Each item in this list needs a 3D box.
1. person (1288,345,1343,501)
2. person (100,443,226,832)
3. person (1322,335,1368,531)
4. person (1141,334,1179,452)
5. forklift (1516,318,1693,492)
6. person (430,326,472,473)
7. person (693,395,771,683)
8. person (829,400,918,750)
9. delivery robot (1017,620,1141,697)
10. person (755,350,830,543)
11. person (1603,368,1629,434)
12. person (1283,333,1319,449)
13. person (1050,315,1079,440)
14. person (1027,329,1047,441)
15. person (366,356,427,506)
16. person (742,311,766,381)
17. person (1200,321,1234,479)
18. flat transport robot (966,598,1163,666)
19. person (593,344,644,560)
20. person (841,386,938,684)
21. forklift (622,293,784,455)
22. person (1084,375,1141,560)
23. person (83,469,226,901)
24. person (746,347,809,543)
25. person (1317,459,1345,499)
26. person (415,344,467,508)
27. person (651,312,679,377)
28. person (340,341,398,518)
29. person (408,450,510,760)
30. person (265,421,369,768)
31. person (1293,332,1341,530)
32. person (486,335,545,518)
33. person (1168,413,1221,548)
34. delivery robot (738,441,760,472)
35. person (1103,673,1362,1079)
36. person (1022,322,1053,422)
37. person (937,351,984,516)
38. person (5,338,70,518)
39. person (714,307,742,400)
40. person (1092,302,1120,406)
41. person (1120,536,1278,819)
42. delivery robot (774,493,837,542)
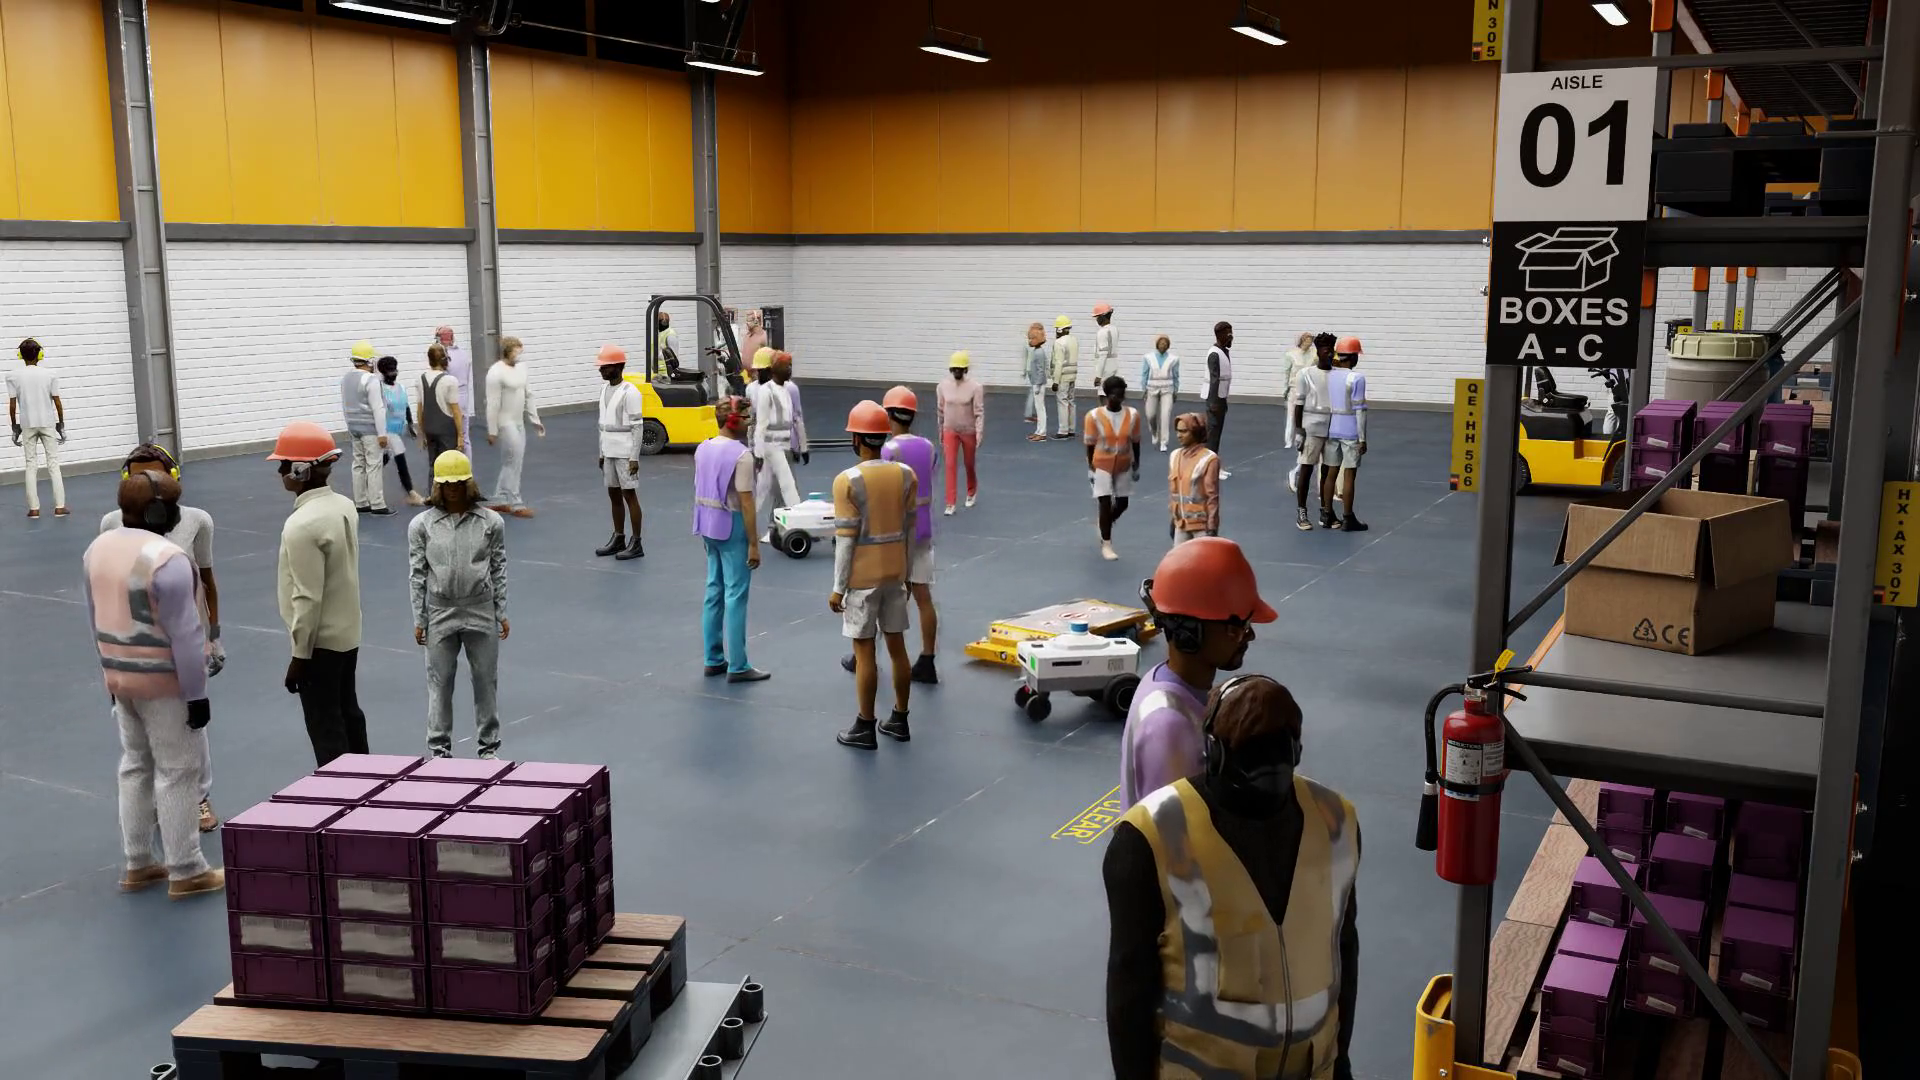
[{"bbox_3d":[4.021,-1.306,18.491,0.537,1.742,0.590,-9,13,-41],"label":"person"},{"bbox_3d":[-3.751,0.470,7.843,0.519,1.873,0.328,-4,10,-20],"label":"person"},{"bbox_3d":[3.821,-1.055,16.474,0.349,1.942,0.545,-7,12,-34],"label":"person"},{"bbox_3d":[2.801,-2.063,23.202,0.525,1.618,0.613,2,10,11],"label":"person"},{"bbox_3d":[7.066,-1.601,18.899,2.313,2.155,1.214,5,11,27],"label":"forklift"},{"bbox_3d":[-5.957,-1.538,19.381,0.399,1.905,0.643,3,10,15],"label":"person"},{"bbox_3d":[-1.500,-0.005,10.678,0.375,1.841,0.567,-9,13,-41],"label":"person"},{"bbox_3d":[-0.492,0.195,9.240,0.542,1.939,0.362,-8,12,-38],"label":"person"},{"bbox_3d":[0.703,0.721,9.904,0.707,0.478,0.477,-2,9,-13],"label":"delivery robot"},{"bbox_3d":[-1.723,-0.876,15.766,0.964,1.837,0.603,3,10,14],"label":"person"},{"bbox_3d":[8.860,-2.047,22.232,0.378,1.937,0.628,-3,10,-16],"label":"person"},{"bbox_3d":[4.802,-2.092,23.393,0.544,1.627,0.317,-1,10,-7],"label":"person"},{"bbox_3d":[1.517,-2.378,24.441,0.404,1.833,0.591,6,12,32],"label":"person"},{"bbox_3d":[1.130,-2.258,24.320,0.289,1.633,0.501,0,10,-2],"label":"person"},{"bbox_3d":[-6.220,-1.185,18.077,0.885,1.647,0.527,2,10,12],"label":"person"},{"bbox_3d":[-3.009,-2.419,24.483,0.403,1.904,0.637,-9,13,-43],"label":"person"},{"bbox_3d":[3.143,-1.708,20.324,0.394,1.917,0.590,3,10,19],"label":"person"},{"bbox_3d":[0.746,0.633,11.529,0.652,0.197,1.431,8,13,39],"label":"flat transport robot"},{"bbox_3d":[-3.083,-0.787,14.929,0.551,1.935,0.375,9,13,42],"label":"person"},{"bbox_3d":[-0.433,-0.043,10.753,0.889,1.883,0.559,9,13,43],"label":"person"},{"bbox_3d":[-3.588,-2.317,23.042,2.313,2.155,1.214,-1,10,-5],"label":"forklift"},{"bbox_3d":[1.347,-0.668,15.029,0.537,1.672,0.579,-2,10,-13],"label":"person"},{"bbox_3d":[-3.414,0.613,7.102,0.633,1.842,0.429,6,11,30],"label":"person"},{"bbox_3d":[-1.741,-0.942,16.074,0.606,1.871,0.841,6,12,32],"label":"person"},{"bbox_3d":[4.185,-1.254,18.508,0.505,1.632,0.269,8,13,39],"label":"person"},{"bbox_3d":[-5.241,-1.035,16.732,0.519,1.837,0.537,4,10,20],"label":"person"},{"bbox_3d":[-4.574,-2.592,25.655,0.429,1.842,0.635,-7,12,-34],"label":"person"},{"bbox_3d":[-6.162,-1.150,17.329,0.599,1.834,0.404,7,12,35],"label":"person"},{"bbox_3d":[-2.584,0.400,8.620,0.494,1.743,0.302,-4,10,-21],"label":"person"},{"bbox_3d":[-2.921,0.451,7.597,0.380,1.995,0.611,0,10,-2],"label":"person"},{"bbox_3d":[3.602,-1.085,16.572,0.603,1.966,0.367,-3,10,-17],"label":"person"},{"bbox_3d":[-4.674,-1.167,17.330,0.459,1.930,0.641,1,10,8],"label":"person"},{"bbox_3d":[1.663,-0.093,11.813,0.322,1.627,0.517,-7,12,-34],"label":"person"},{"bbox_3d":[-2.628,-0.919,19.419,0.477,0.478,0.707,6,11,30],"label":"delivery robot"},{"bbox_3d":[0.629,1.195,3.735,0.623,1.844,0.430,-3,10,-19],"label":"person"},{"bbox_3d":[1.297,-2.741,27.178,0.770,1.605,0.498,-9,13,-41],"label":"person"},{"bbox_3d":[0.021,-1.162,17.735,0.532,1.719,0.905,2,10,12],"label":"person"},{"bbox_3d":[-9.577,-1.160,17.282,0.512,1.872,0.328,-5,11,-25],"label":"person"},{"bbox_3d":[-3.807,-2.949,27.685,0.585,1.857,0.785,-8,13,-39],"label":"person"},{"bbox_3d":[2.101,-2.456,24.315,0.387,2.034,0.605,4,11,23],"label":"person"},{"bbox_3d":[0.596,0.996,4.300,0.394,2.041,0.612,2,10,9],"label":"person"},{"bbox_3d":[-1.327,-0.190,15.199,0.707,0.478,0.477,-4,11,-21],"label":"delivery robot"}]
